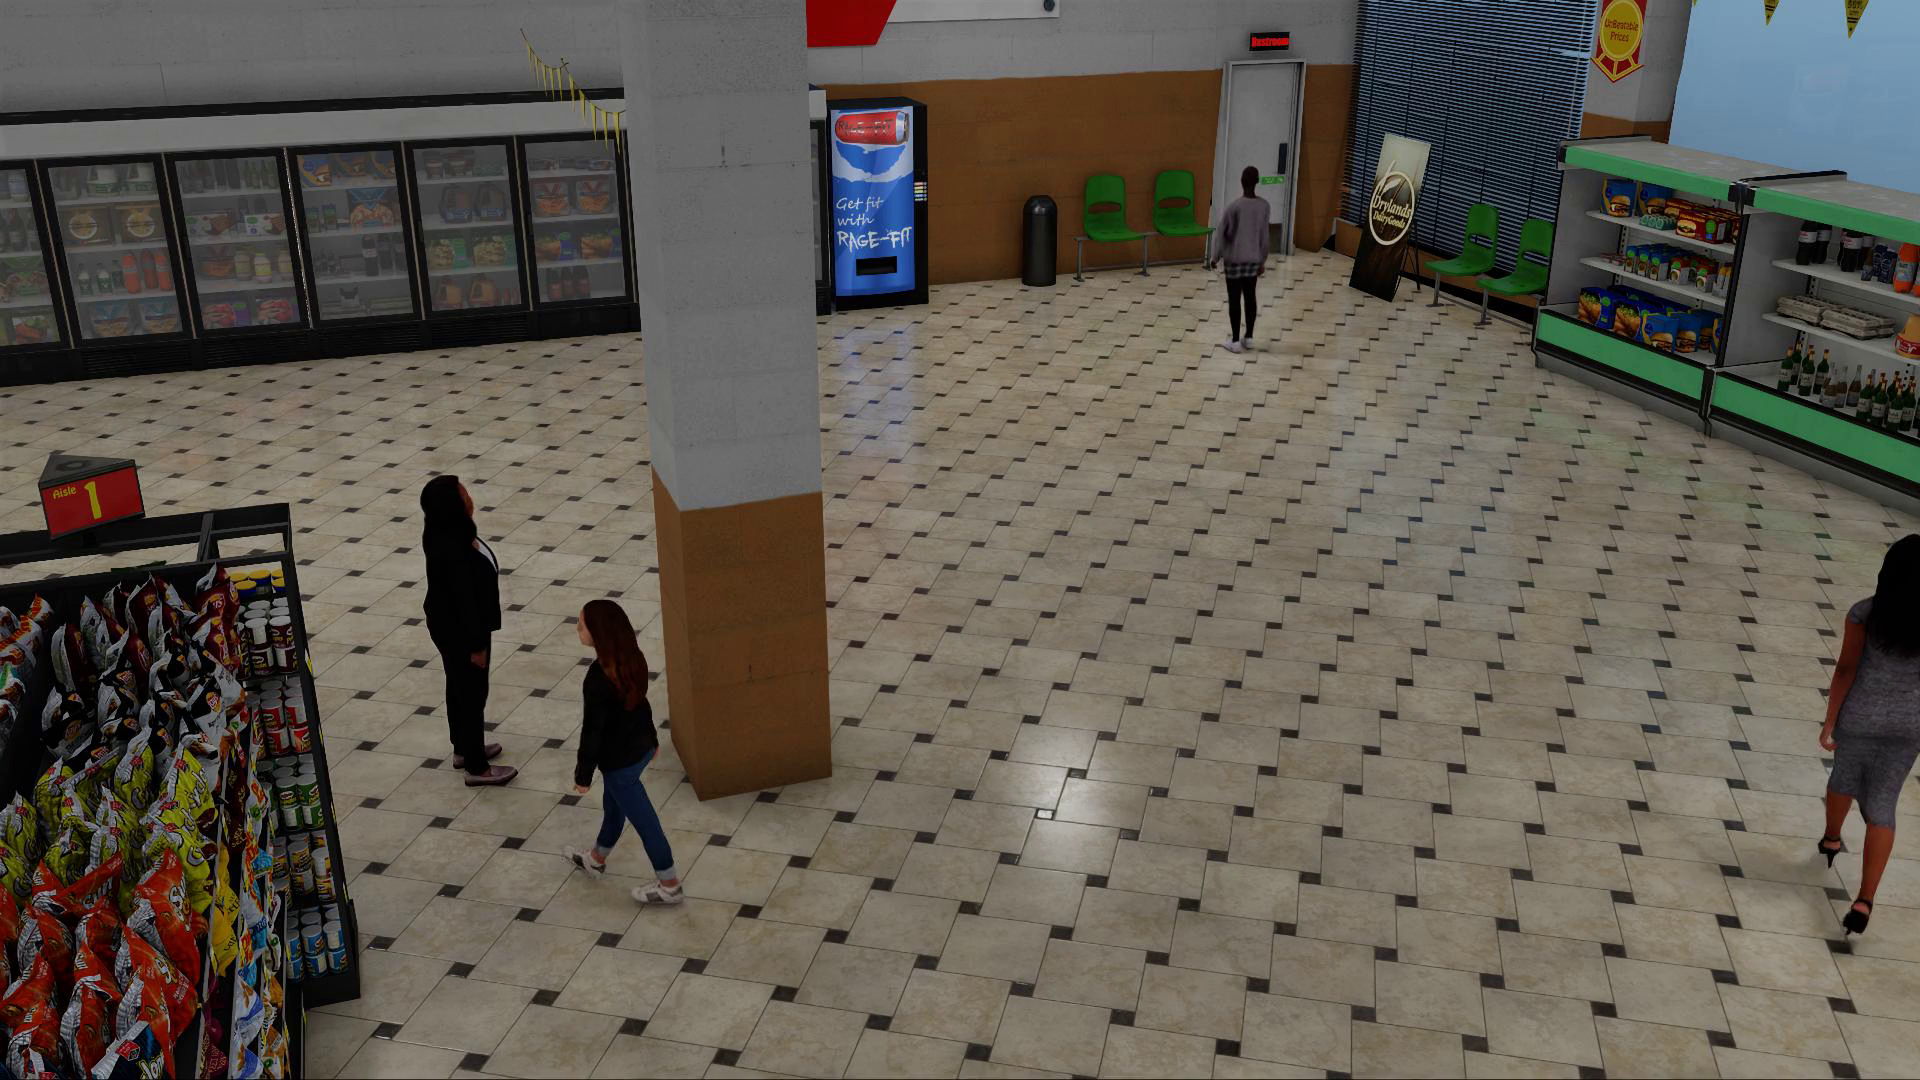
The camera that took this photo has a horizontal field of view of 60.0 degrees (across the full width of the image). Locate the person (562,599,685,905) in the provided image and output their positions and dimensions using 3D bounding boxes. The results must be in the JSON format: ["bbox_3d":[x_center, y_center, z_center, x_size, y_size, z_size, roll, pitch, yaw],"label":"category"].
[{"bbox_3d":[-1.399,0.951,7.273,0.894,1.454,0.904,4,22,11],"label":"person"}]

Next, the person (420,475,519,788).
[{"bbox_3d":[-2.493,0.448,8.309,0.731,1.616,0.595,-11,24,-26],"label":"person"}]

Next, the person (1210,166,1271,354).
[{"bbox_3d":[2.699,-2.642,15.799,0.636,1.765,0.638,-6,23,-15],"label":"person"}]

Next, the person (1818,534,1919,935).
[{"bbox_3d":[3.934,0.867,7.104,1.076,1.737,1.142,10,24,23],"label":"person"}]
